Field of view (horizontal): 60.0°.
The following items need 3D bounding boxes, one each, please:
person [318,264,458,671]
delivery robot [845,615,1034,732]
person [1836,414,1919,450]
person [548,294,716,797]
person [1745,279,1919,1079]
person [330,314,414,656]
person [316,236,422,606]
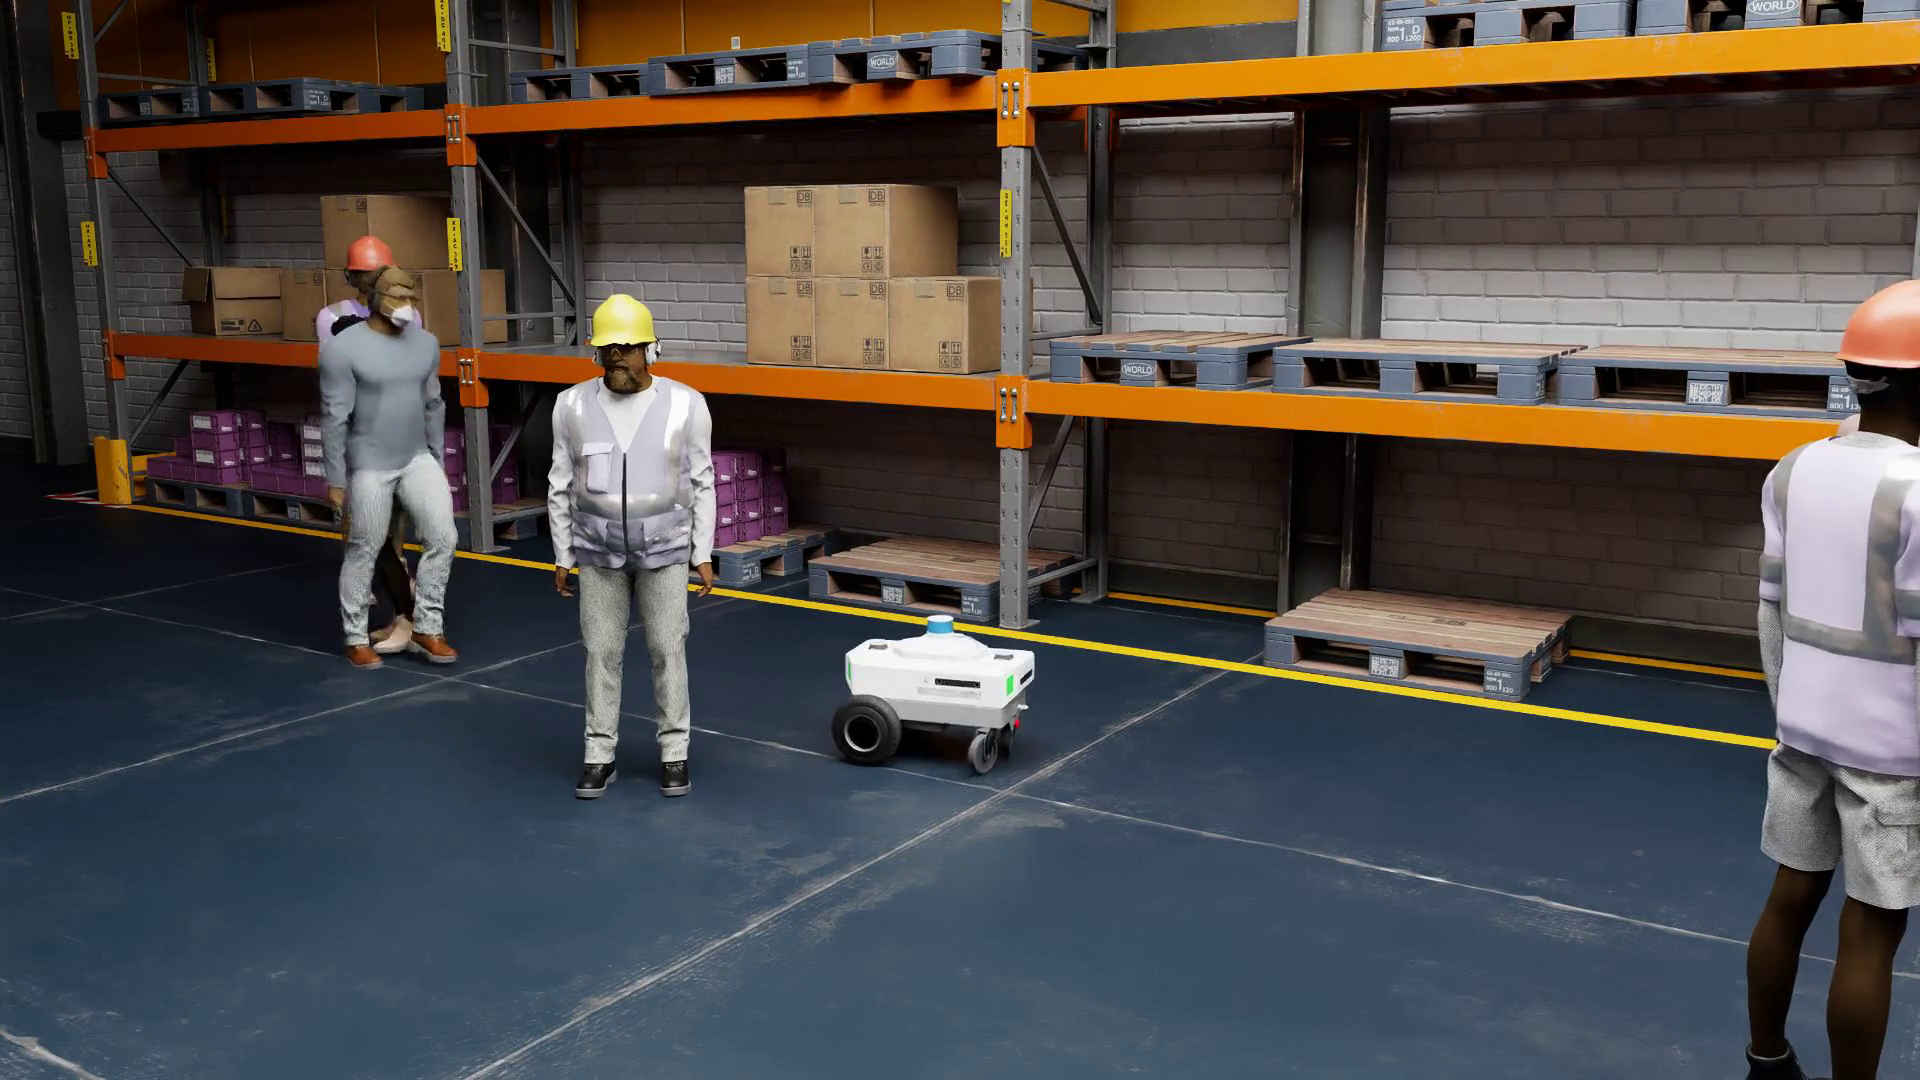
[{"bbox_3d":[-2.649,-0.322,7.802,0.729,1.903,0.673,8,13,37],"label":"person"},{"bbox_3d":[-0.075,0.538,6.507,0.707,0.478,0.477,3,11,17],"label":"delivery robot"},{"bbox_3d":[3.237,0.126,5.696,0.308,1.769,0.525,-8,13,-36],"label":"person"},{"bbox_3d":[-1.184,0.034,6.020,0.599,1.830,0.403,-1,10,-3],"label":"person"},{"bbox_3d":[1.964,0.417,3.599,0.362,1.939,0.542,-2,10,-13],"label":"person"},{"bbox_3d":[-2.898,-0.284,8.244,0.361,1.658,0.613,-4,11,-19],"label":"person"},{"bbox_3d":[-3.232,-0.657,9.264,0.397,2.043,0.609,10,14,43],"label":"person"}]
